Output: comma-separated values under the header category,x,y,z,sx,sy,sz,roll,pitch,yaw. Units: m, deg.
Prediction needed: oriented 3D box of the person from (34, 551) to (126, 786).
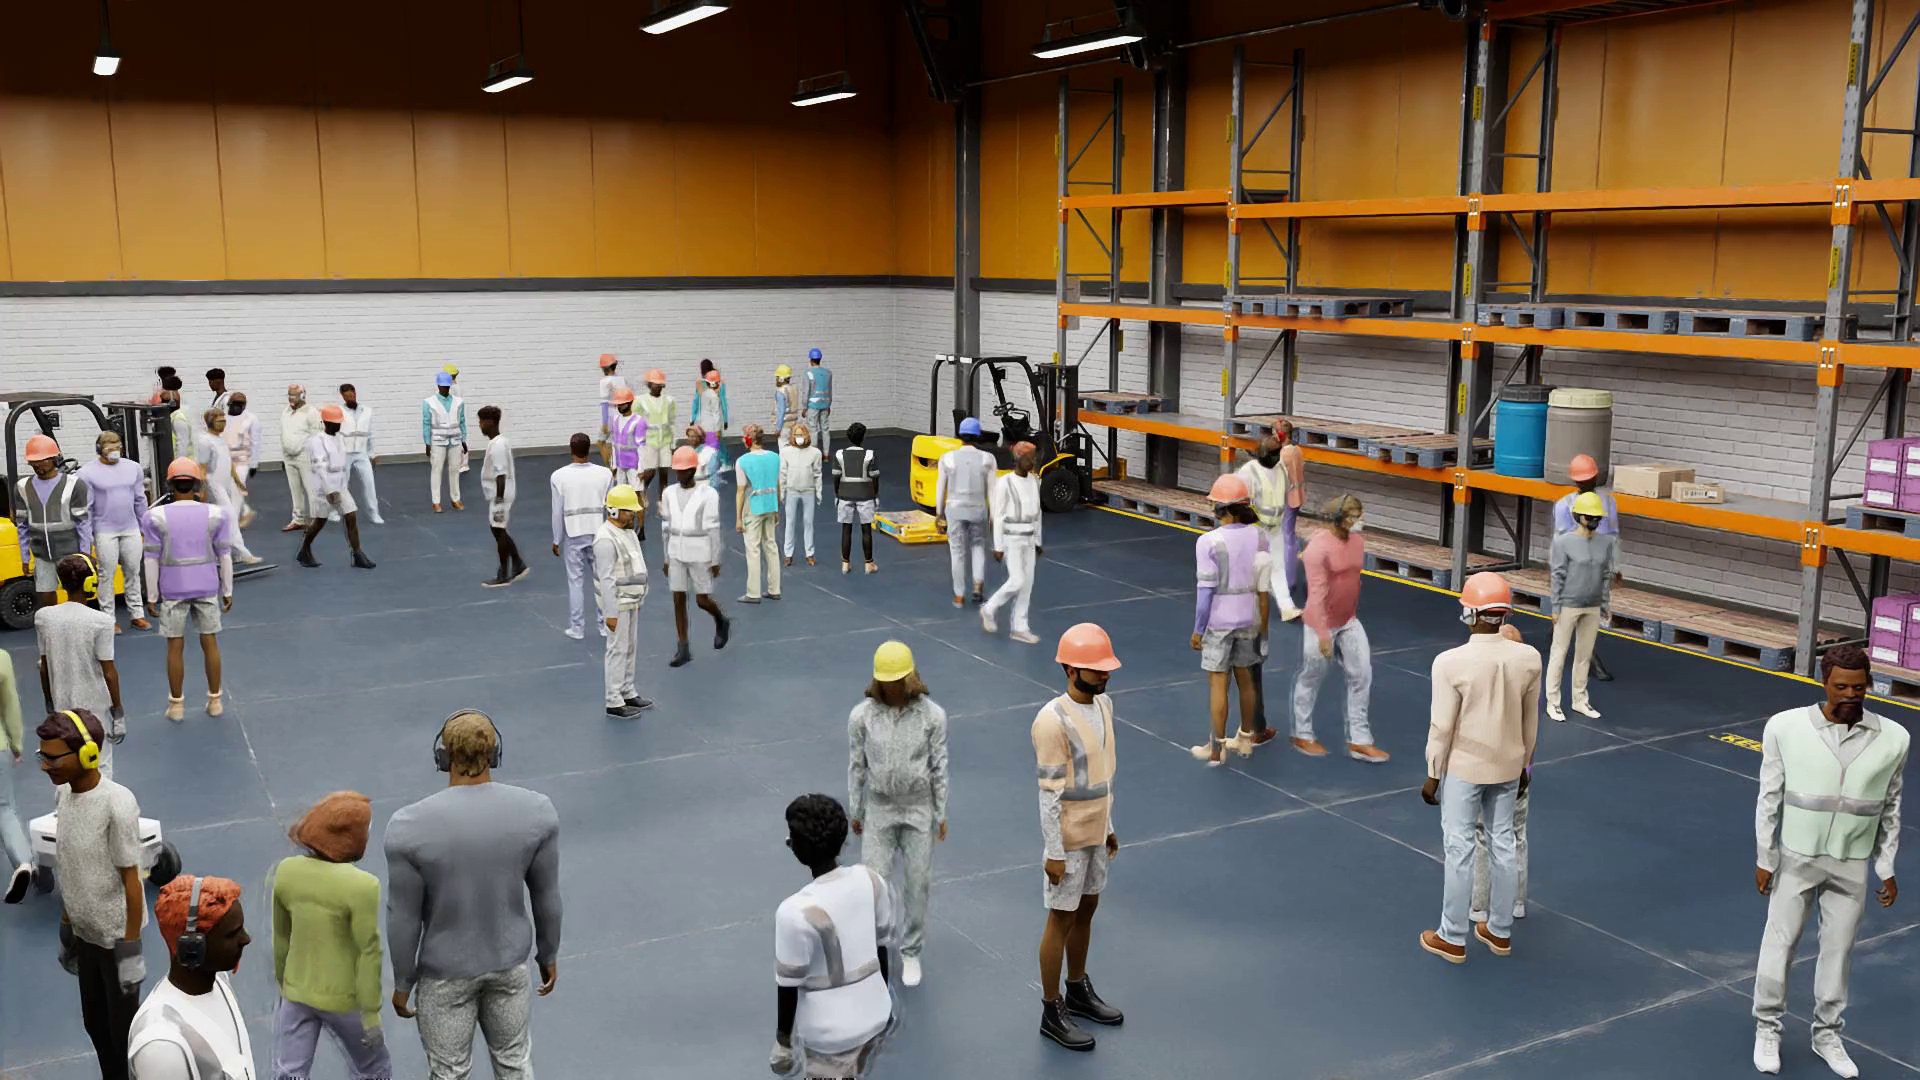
category,x,y,z,sx,sy,sz,roll,pitch,yaw
person,-5.085,0.996,9.663,0.512,1.861,0.325,1,10,8

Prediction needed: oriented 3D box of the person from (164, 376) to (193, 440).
category,x,y,z,sx,sy,sz,roll,pitch,yaw
person,-10.654,-1.276,22.579,0.777,1.930,0.378,8,13,39

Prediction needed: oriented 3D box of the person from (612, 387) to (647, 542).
category,x,y,z,sx,sy,sz,roll,pitch,yaw
person,-4.106,-0.927,20.537,0.547,1.927,0.389,7,12,36

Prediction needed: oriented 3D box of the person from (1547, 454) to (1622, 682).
category,x,y,z,sx,sy,sz,roll,pitch,yaw
person,5.307,0.202,14.135,0.566,1.890,0.838,-3,10,-16

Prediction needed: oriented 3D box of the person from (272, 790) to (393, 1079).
category,x,y,z,sx,sy,sz,roll,pitch,yaw
person,-2.365,1.726,6.218,0.560,1.593,0.573,4,10,20

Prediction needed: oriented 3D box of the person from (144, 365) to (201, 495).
category,x,y,z,sx,sy,sz,roll,pitch,yaw
person,-11.648,-1.599,24.376,0.855,1.940,0.606,0,10,-3

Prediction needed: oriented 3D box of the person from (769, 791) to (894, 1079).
category,x,y,z,sx,sy,sz,roll,pitch,yaw
person,-0.442,1.730,5.945,0.378,1.678,0.545,6,11,30

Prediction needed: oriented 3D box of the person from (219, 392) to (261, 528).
category,x,y,z,sx,sy,sz,roll,pitch,yaw
person,-9.275,-0.992,21.271,0.682,1.804,0.603,1,10,8

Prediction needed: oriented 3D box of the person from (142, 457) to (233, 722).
category,x,y,z,sx,sy,sz,roll,pitch,yaw
person,-5.898,0.378,12.746,0.613,2.028,0.409,-6,12,-32

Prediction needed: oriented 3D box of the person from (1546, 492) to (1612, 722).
category,x,y,z,sx,sy,sz,roll,pitch,yaw
person,4.753,0.507,12.733,0.522,1.769,0.317,-3,10,-16

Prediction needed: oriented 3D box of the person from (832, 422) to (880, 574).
category,x,y,z,sx,sy,sz,roll,pitch,yaw
person,-1.150,-0.464,18.520,0.540,1.695,0.317,1,10,8

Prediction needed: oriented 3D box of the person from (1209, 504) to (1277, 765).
category,x,y,z,sx,sy,sz,roll,pitch,yaw
person,1.985,0.637,11.829,0.523,1.817,0.889,5,11,28

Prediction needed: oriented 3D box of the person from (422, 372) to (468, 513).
category,x,y,z,sx,sy,sz,roll,pitch,yaw
person,-7.081,-1.351,22.914,0.614,1.942,0.406,-8,13,-39

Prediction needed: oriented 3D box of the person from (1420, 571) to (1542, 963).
category,x,y,z,sx,sy,sz,roll,pitch,yaw
person,2.619,1.145,8.405,0.612,1.995,0.382,-3,10,-16

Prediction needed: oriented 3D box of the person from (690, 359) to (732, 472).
category,x,y,z,sx,sy,sz,roll,pitch,yaw
person,-4.031,-1.977,26.767,0.611,1.868,1.020,7,12,36

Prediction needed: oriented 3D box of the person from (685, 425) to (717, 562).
category,x,y,z,sx,sy,sz,roll,pitch,yaw
person,-2.981,-0.504,18.980,0.520,1.624,0.411,3,10,18

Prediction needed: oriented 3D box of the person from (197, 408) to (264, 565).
category,x,y,z,sx,sy,sz,roll,pitch,yaw
person,-8.450,-0.607,19.002,0.849,1.811,0.512,-1,10,-3

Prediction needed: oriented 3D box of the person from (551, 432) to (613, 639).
category,x,y,z,sx,sy,sz,roll,pitch,yaw
person,-3.486,-0.040,15.445,0.597,1.916,0.371,-5,11,-27

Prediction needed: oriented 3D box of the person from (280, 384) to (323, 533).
category,x,y,z,sx,sy,sz,roll,pitch,yaw
person,-8.441,-1.045,21.260,0.643,1.911,0.411,4,11,24

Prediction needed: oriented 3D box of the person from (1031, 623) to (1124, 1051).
category,x,y,z,sx,sy,sz,roll,pitch,yaw
person,0.556,1.322,7.551,0.358,1.938,0.548,6,12,33

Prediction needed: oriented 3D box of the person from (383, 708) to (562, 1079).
category,x,y,z,sx,sy,sz,roll,pitch,yaw
person,-1.783,1.571,6.154,0.635,1.929,0.382,-6,11,-31

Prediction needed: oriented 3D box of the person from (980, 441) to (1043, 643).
category,x,y,z,sx,sy,sz,roll,pitch,yaw
person,0.509,0.010,15.301,0.510,1.868,0.570,8,13,40

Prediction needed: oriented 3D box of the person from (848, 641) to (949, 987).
category,x,y,z,sx,sy,sz,roll,pitch,yaw
person,-0.298,1.323,8.147,0.494,1.727,0.404,0,10,-3

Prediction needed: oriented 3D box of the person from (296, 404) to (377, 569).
category,x,y,z,sx,sy,sz,roll,pitch,yaw
person,-7.137,-0.600,18.793,0.915,1.897,0.557,4,11,21

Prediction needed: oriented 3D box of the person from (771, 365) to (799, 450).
category,x,y,z,sx,sy,sz,roll,pitch,yaw
person,-2.718,-1.786,25.742,0.404,1.832,0.594,3,10,16

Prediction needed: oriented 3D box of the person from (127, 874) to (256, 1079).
category,x,y,z,sx,sy,sz,roll,pitch,yaw
person,-2.120,1.849,4.691,0.358,1.880,0.576,-2,10,-10

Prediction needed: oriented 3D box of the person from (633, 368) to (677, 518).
category,x,y,z,sx,sy,sz,roll,pitch,yaw
person,-4.127,-1.321,22.499,0.629,2.030,0.633,-6,12,-32

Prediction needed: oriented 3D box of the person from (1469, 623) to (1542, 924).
category,x,y,z,sx,sy,sz,roll,pitch,yaw
person,2.873,1.243,8.893,0.508,1.629,0.317,-5,11,-25

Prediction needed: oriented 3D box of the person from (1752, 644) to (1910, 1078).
category,x,y,z,sx,sy,sz,roll,pitch,yaw
person,3.770,1.383,7.252,0.588,1.920,0.398,2,10,10

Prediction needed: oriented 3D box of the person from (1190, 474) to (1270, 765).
category,x,y,z,sx,sy,sz,roll,pitch,yaw
person,1.869,0.553,11.663,0.608,2.048,0.365,-6,12,-32

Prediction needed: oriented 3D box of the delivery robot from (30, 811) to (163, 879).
category,x,y,z,sx,sy,sz,roll,pitch,yaw
delivery robot,-4.822,1.665,9.282,0.707,0.478,0.477,4,11,22

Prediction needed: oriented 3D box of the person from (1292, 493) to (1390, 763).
category,x,y,z,sx,sy,sz,roll,pitch,yaw
person,2.689,0.630,11.615,0.647,1.903,0.864,-8,12,-37

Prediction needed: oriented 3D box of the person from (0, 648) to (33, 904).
category,x,y,z,sx,sy,sz,roll,pitch,yaw
person,-5.339,1.162,9.036,0.675,1.739,0.550,9,13,41

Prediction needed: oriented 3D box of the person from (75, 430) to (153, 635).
category,x,y,z,sx,sy,sz,roll,pitch,yaw
person,-7.928,-0.071,15.609,0.385,1.929,0.635,8,12,37

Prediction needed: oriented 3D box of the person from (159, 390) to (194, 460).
category,x,y,z,sx,sy,sz,roll,pitch,yaw
person,-9.959,-0.985,21.110,0.429,1.844,0.625,-7,12,-35

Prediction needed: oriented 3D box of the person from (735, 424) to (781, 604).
category,x,y,z,sx,sy,sz,roll,pitch,yaw
person,-2.042,-0.264,16.976,0.377,1.836,0.566,9,13,42

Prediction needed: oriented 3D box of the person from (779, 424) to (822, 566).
category,x,y,z,sx,sy,sz,roll,pitch,yaw
person,-1.821,-0.518,19.010,0.498,1.634,0.282,-1,10,-7

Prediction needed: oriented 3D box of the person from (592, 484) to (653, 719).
category,x,y,z,sx,sy,sz,roll,pitch,yaw
person,-2.603,0.470,12.804,0.403,1.820,0.603,1,10,5

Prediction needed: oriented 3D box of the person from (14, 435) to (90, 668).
category,x,y,z,sx,sy,sz,roll,pitch,yaw
person,-7.784,0.106,14.291,0.602,2.035,0.408,-1,10,-5

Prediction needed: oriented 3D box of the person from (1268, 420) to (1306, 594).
category,x,y,z,sx,sy,sz,roll,pitch,yaw
person,3.408,-0.341,17.410,0.390,1.838,0.563,5,11,28

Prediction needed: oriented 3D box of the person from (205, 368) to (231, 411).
category,x,y,z,sx,sy,sz,roll,pitch,yaw
person,-10.367,-1.445,23.415,0.381,1.958,0.603,-7,12,-36

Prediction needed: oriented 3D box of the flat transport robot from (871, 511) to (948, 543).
category,x,y,z,sx,sy,sz,roll,pitch,yaw
flat transport robot,-0.632,-0.185,21.020,0.652,0.197,1.431,-4,11,-21

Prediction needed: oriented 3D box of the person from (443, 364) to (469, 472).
category,x,y,z,sx,sy,sz,roll,pitch,yaw
person,-8.244,-1.980,27.084,0.347,1.762,0.526,-8,12,-37

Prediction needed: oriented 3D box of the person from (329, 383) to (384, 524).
category,x,y,z,sx,sy,sz,roll,pitch,yaw
person,-8.056,-1.155,22.028,0.877,1.866,0.625,9,13,43

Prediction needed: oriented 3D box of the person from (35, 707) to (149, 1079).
category,x,y,z,sx,sy,sz,roll,pitch,yaw
person,-3.343,1.554,6.459,0.521,1.857,0.343,7,12,34

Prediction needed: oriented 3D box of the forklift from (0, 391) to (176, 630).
category,x,y,z,sx,sy,sz,roll,pitch,yaw
forklift,-9.026,-0.363,16.508,1.214,2.155,2.313,6,11,29

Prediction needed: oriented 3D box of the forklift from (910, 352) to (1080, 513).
category,x,y,z,sx,sy,sz,roll,pitch,yaw
forklift,0.460,-1.461,22.833,2.313,2.155,1.214,-5,11,-28

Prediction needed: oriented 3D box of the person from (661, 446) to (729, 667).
category,x,y,z,sx,sy,sz,roll,pitch,yaw
person,-2.327,0.118,14.527,0.551,1.920,0.665,4,10,19

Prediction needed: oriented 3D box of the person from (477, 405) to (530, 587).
category,x,y,z,sx,sy,sz,roll,pitch,yaw
person,-4.929,-0.472,17.864,0.427,1.975,0.653,-3,10,-14

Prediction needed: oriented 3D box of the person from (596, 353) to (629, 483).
category,x,y,z,sx,sy,sz,roll,pitch,yaw
person,-5.393,-1.866,25.673,0.708,2.013,0.642,6,11,30

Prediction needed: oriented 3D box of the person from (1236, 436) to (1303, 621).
category,x,y,z,sx,sy,sz,roll,pitch,yaw
person,2.971,-0.099,16.115,0.653,1.793,0.938,-5,11,-28

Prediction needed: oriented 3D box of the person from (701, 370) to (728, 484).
category,x,y,z,sx,sy,sz,roll,pitch,yaw
person,-3.811,-1.747,25.747,0.329,1.751,0.572,-5,11,-27

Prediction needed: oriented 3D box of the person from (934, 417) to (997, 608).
category,x,y,z,sx,sy,sz,roll,pitch,yaw
person,0.059,-0.272,16.779,0.625,1.926,0.436,-1,10,-5

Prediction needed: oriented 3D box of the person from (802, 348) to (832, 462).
category,x,y,z,sx,sy,sz,roll,pitch,yaw
person,-2.430,-2.274,28.221,0.605,1.948,0.391,-9,13,-41
